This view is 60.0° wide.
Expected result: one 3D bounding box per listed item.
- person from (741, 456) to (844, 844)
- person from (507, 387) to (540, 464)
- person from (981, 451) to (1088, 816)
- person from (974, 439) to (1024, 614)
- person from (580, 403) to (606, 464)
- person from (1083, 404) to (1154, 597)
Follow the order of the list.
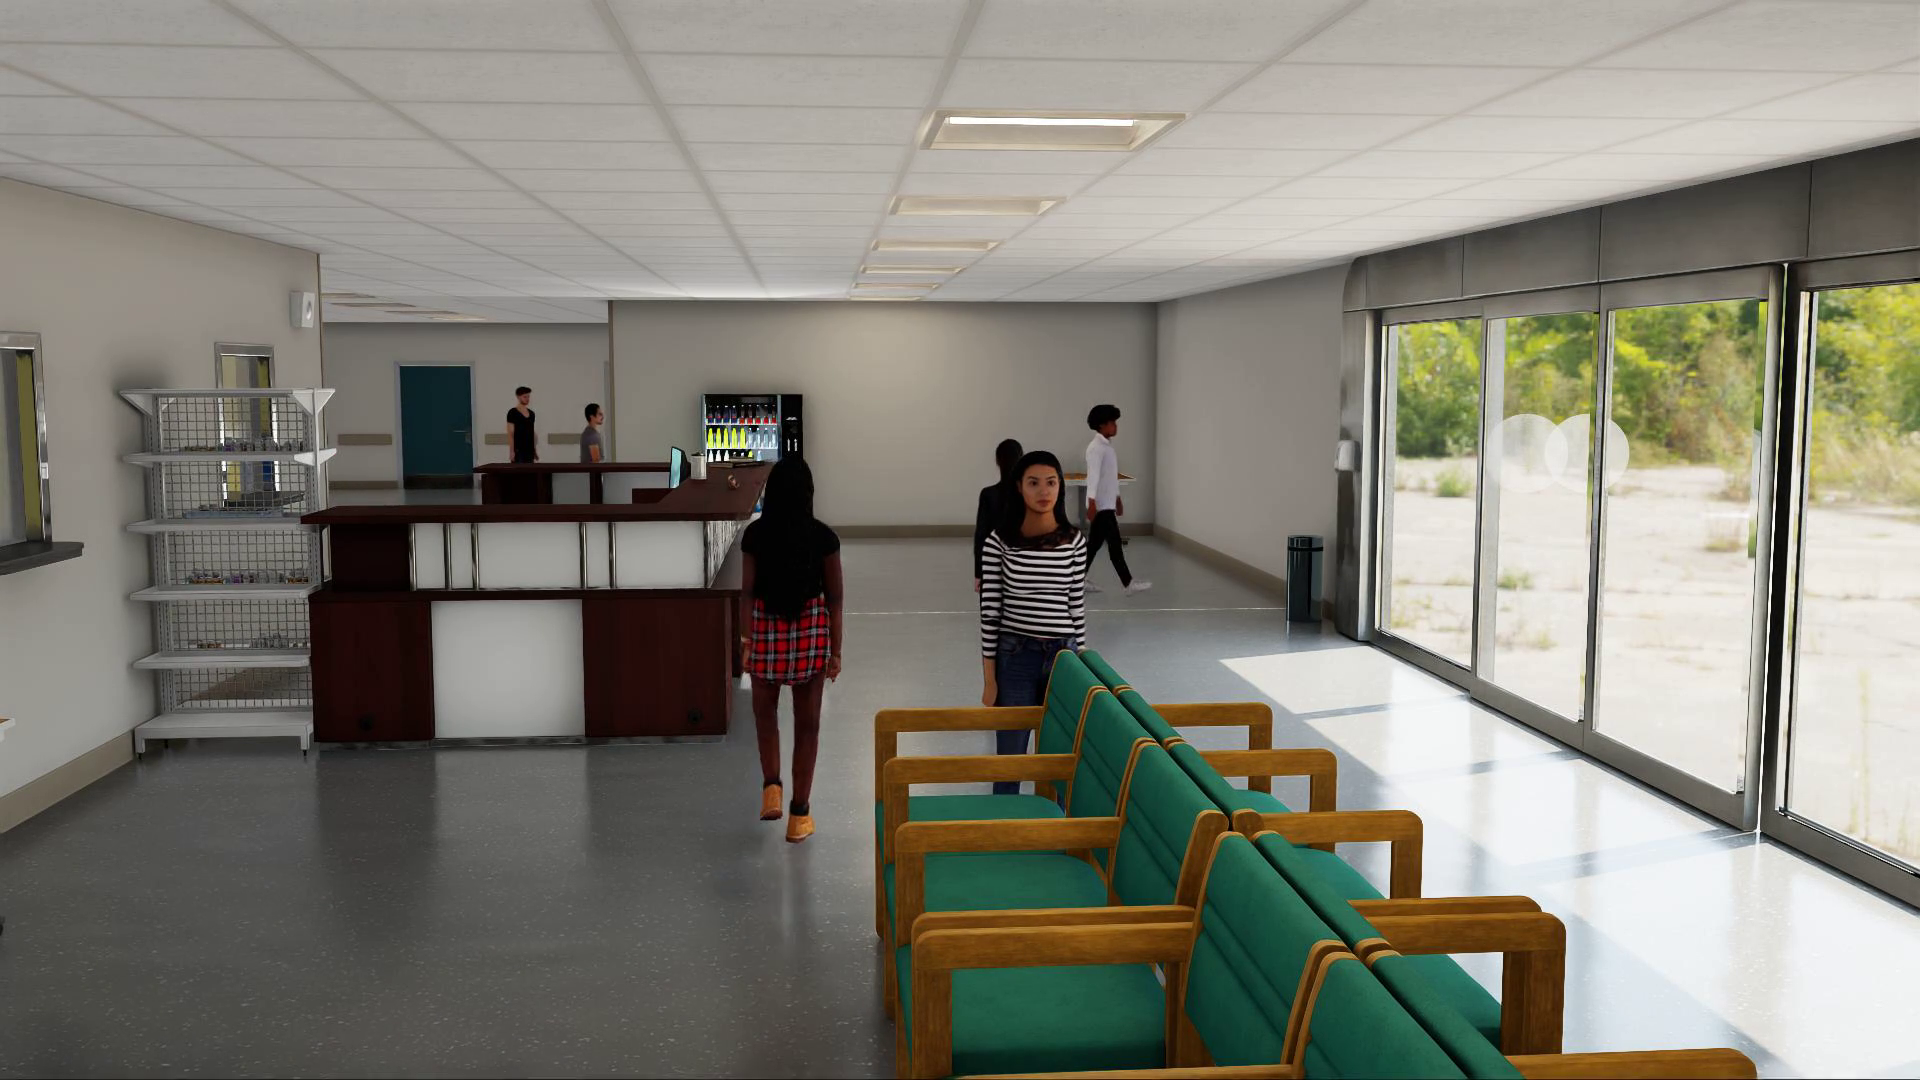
[{"bbox_3d":[-0.759,0.505,7.331,0.556,1.711,0.678,0,6,-1],"label":"person"},{"bbox_3d":[-6.390,-1.289,24.242,0.793,1.895,0.762,4,7,33],"label":"person"},{"bbox_3d":[0.295,0.542,6.533,0.465,1.797,0.668,-1,6,-14],"label":"person"},{"bbox_3d":[0.296,0.251,9.844,0.454,1.713,0.654,-1,6,-11],"label":"person"},{"bbox_3d":[-4.226,-0.643,18.741,1.161,1.710,0.752,-1,6,-12],"label":"person"},{"bbox_3d":[1.262,-0.348,15.507,1.133,1.770,0.927,2,6,19],"label":"person"}]
